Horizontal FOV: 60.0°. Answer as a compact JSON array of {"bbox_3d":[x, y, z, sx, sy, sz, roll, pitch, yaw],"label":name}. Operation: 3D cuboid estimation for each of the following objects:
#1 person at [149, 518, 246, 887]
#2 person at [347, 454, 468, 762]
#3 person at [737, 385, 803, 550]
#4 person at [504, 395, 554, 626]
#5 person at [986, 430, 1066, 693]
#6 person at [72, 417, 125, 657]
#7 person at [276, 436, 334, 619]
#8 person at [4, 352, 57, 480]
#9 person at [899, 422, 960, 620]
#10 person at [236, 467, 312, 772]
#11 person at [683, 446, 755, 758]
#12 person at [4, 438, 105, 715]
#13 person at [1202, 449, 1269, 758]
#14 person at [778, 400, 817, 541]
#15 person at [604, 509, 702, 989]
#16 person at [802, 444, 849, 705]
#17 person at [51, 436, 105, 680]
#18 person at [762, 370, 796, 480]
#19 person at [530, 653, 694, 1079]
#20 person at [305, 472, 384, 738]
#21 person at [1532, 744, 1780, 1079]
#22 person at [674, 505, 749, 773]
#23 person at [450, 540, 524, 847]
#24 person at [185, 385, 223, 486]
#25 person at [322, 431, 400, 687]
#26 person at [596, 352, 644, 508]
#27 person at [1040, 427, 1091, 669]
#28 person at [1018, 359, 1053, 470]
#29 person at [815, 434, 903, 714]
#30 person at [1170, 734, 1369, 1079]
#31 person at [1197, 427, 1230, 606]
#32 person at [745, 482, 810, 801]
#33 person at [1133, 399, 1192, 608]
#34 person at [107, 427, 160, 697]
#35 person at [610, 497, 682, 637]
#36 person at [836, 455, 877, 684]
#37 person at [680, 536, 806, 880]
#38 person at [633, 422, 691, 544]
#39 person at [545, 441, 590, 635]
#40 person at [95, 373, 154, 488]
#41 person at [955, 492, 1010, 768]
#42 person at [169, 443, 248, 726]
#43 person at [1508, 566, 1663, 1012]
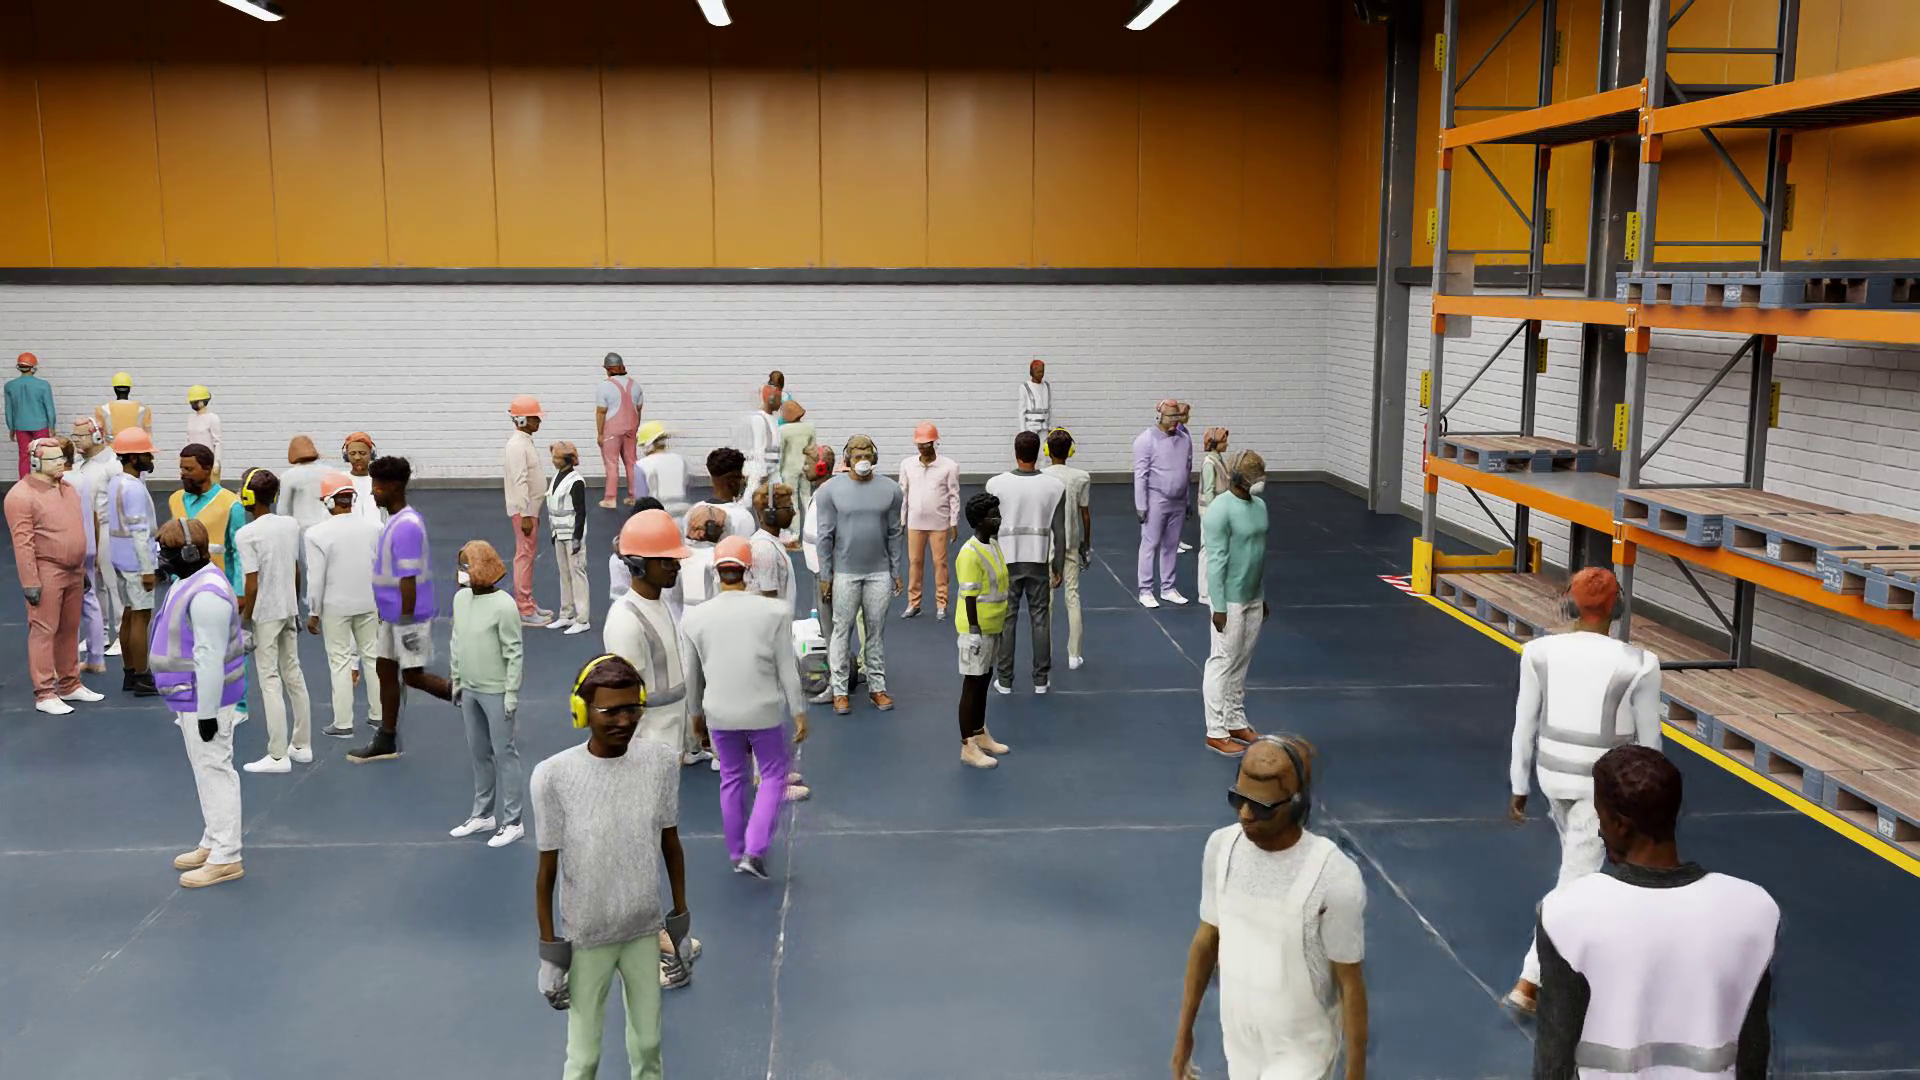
[{"bbox_3d":[-3.804,0.796,8.322,0.429,1.836,0.623,-6,11,-32],"label":"person"},{"bbox_3d":[-3.385,0.420,10.354,0.842,1.939,0.609,-4,10,-23],"label":"person"},{"bbox_3d":[-2.218,-0.798,18.345,0.998,1.838,0.587,3,10,19],"label":"person"},{"bbox_3d":[-3.741,-0.256,14.409,0.382,1.995,0.612,-2,9,-10],"label":"person"},{"bbox_3d":[0.473,0.169,12.014,0.590,1.910,0.387,0,9,-2],"label":"person"},{"bbox_3d":[-6.876,-0.027,13.249,0.654,1.906,0.408,4,10,23],"label":"person"},{"bbox_3d":[-5.824,-0.122,14.737,0.726,1.606,0.520,7,12,39],"label":"person"},{"bbox_3d":[-12.442,-1.514,22.306,0.611,1.996,0.387,-1,9,-7],"label":"person"},{"bbox_3d":[-0.283,-0.165,14.589,0.566,1.750,0.341,3,9,16],"label":"person"},{"bbox_3d":[-4.209,0.486,10.135,0.330,1.874,0.518,3,10,18],"label":"person"},{"bbox_3d":[-1.459,0.391,10.439,0.606,1.965,0.367,8,12,40],"label":"person"},{"bbox_3d":[-6.281,0.241,11.566,0.409,1.909,0.642,1,9,5],"label":"person"},{"bbox_3d":[1.767,0.388,10.552,0.372,1.938,0.627,7,11,37],"label":"person"},{"bbox_3d":[-1.858,-0.796,18.983,0.531,1.617,0.353,-6,11,-35],"label":"person"},{"bbox_3d":[-1.304,0.878,7.136,0.379,2.041,0.616,0,9,2],"label":"person"},{"bbox_3d":[-0.928,0.237,11.780,0.372,1.843,0.570,-2,9,-11],"label":"person"},{"bbox_3d":[-6.663,0.136,12.469,0.361,1.835,0.517,3,9,16],"label":"person"},{"bbox_3d":[-2.269,-1.206,20.893,0.342,1.839,0.501,9,13,44],"label":"person"},{"bbox_3d":[-1.093,1.266,5.284,0.510,1.863,0.326,-6,11,-32],"label":"person"},{"bbox_3d":[-4.038,0.419,10.943,0.347,1.743,0.572,8,12,40],"label":"person"},{"bbox_3d":[1.708,1.428,4.166,0.619,1.883,0.782,1,9,6],"label":"person"},{"bbox_3d":[-1.542,0.598,10.161,0.513,1.639,0.311,7,12,39],"label":"person"},{"bbox_3d":[-2.527,0.808,8.856,0.507,1.632,0.275,6,11,35],"label":"person"},{"bbox_3d":[-8.727,-0.903,19.187,0.525,1.769,0.308,4,10,24],"label":"person"},{"bbox_3d":[-4.386,0.142,12.265,0.577,1.883,0.353,-3,10,-19],"label":"person"},{"bbox_3d":[-4.495,-1.449,21.754,0.535,2.000,0.683,8,12,43],"label":"person"},{"bbox_3d":[0.752,0.068,12.769,0.515,1.872,0.328,-1,9,-4],"label":"person"},{"bbox_3d":[1.046,-1.539,22.845,0.584,1.879,0.367,-8,12,-40],"label":"person"},{"bbox_3d":[-0.684,0.231,11.530,0.629,1.940,0.372,-3,10,-20],"label":"person"},{"bbox_3d":[0.778,1.411,4.496,0.716,1.814,0.556,-7,11,-37],"label":"person"},{"bbox_3d":[2.332,-0.220,15.293,0.306,1.639,0.523,3,9,16],"label":"person"},{"bbox_3d":[-1.074,0.581,9.625,0.345,1.846,0.508,-2,9,-13],"label":"person"},{"bbox_3d":[1.882,-0.337,15.200,0.651,1.904,0.403,-6,11,-35],"label":"person"},{"bbox_3d":[-5.918,0.156,11.997,0.374,1.939,0.545,-7,12,-38],"label":"person"},{"bbox_3d":[-1.938,0.544,10.426,0.547,1.648,0.883,-3,10,-20],"label":"person"},{"bbox_3d":[-0.753,0.191,12.355,0.329,1.751,0.571,-1,9,-4],"label":"person"},{"bbox_3d":[-1.077,0.852,8.239,0.648,1.732,0.637,1,9,9],"label":"person"},{"bbox_3d":[-2.594,-0.131,14.346,0.603,1.759,0.925,-8,12,-41],"label":"person"},{"bbox_3d":[-3.315,-0.024,14.072,0.310,1.638,0.514,-7,11,-37],"label":"person"},{"bbox_3d":[-9.578,-0.960,19.106,0.584,1.914,0.399,-6,11,-33],"label":"person"},{"bbox_3d":[0.141,0.546,10.306,0.318,1.697,0.535,3,9,17],"label":"person"},{"bbox_3d":[-5.012,0.303,11.141,0.590,1.920,0.398,3,10,20],"label":"person"},{"bbox_3d":[2.573,1.022,6.915,0.566,1.836,0.999,9,13,44],"label":"person"}]
